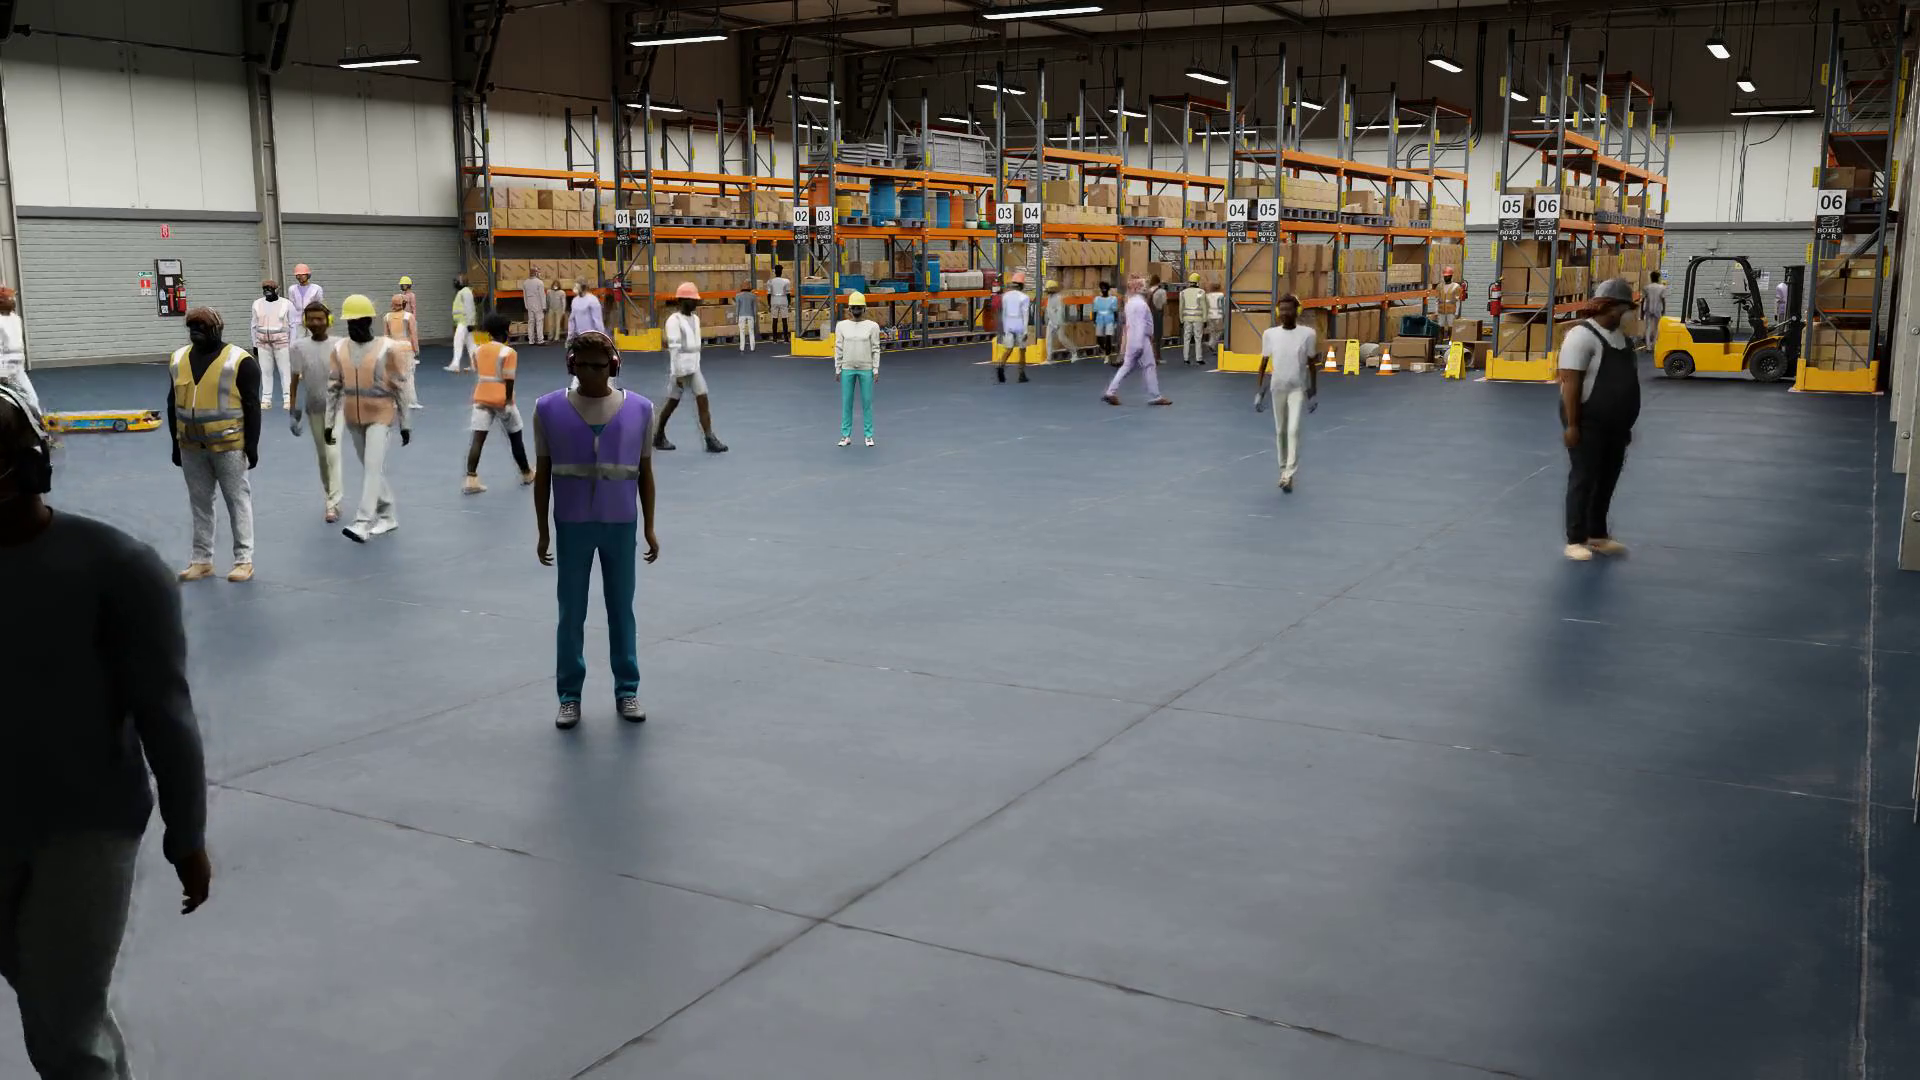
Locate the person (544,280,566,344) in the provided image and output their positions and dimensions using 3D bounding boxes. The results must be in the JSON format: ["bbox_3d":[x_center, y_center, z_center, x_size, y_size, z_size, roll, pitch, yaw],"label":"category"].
[{"bbox_3d":[-9.996,-5.608,40.936,0.566,1.593,0.727,-1,10,-3],"label":"person"}]

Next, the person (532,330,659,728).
[{"bbox_3d":[-1.692,-0.056,7.759,0.563,1.837,0.389,-3,10,-17],"label":"person"}]

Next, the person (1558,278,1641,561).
[{"bbox_3d":[4.622,-0.879,11.987,0.729,2.000,0.535,-7,12,-36],"label":"person"}]

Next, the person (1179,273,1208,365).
[{"bbox_3d":[4.683,-4.417,33.301,0.586,1.835,0.403,5,11,28],"label":"person"}]

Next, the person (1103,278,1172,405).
[{"bbox_3d":[2.577,-2.886,24.266,0.993,1.863,0.652,-2,10,-13],"label":"person"}]

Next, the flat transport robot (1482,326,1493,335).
[{"bbox_3d":[14.614,-5.768,45.781,0.652,0.197,1.431,6,11,32],"label":"flat transport robot"}]

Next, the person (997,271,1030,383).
[{"bbox_3d":[0.923,-3.631,28.454,0.544,1.918,0.774,5,11,29],"label":"person"}]

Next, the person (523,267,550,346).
[{"bbox_3d":[-10.271,-5.655,40.342,0.651,1.907,0.409,5,11,28],"label":"person"}]

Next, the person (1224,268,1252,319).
[{"bbox_3d":[5.878,-4.837,35.191,0.606,2.035,0.403,5,11,27],"label":"person"}]

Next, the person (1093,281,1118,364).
[{"bbox_3d":[2.955,-4.405,33.685,0.536,1.680,0.468,3,10,18],"label":"person"}]

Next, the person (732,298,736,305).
[{"bbox_3d":[-5.852,-6.233,43.937,0.592,1.830,0.996,6,11,30],"label":"person"}]

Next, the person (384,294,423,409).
[{"bbox_3d":[-7.935,-2.674,23.663,0.514,1.642,0.310,2,10,13],"label":"person"}]

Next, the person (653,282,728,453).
[{"bbox_3d":[-3.070,-1.917,18.521,0.983,1.892,0.562,5,11,28],"label":"person"}]

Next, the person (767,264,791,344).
[{"bbox_3d":[-4.497,-5.864,41.386,0.602,1.967,0.367,0,10,0],"label":"person"}]

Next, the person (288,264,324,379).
[{"bbox_3d":[-11.537,-3.846,29.349,0.613,2.041,0.393,0,10,-1],"label":"person"}]

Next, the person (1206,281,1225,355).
[{"bbox_3d":[5.632,-4.886,36.636,0.545,1.622,0.364,8,12,39],"label":"person"}]

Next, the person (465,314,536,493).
[{"bbox_3d":[-4.314,-1.275,15.474,0.526,1.634,0.951,4,11,23],"label":"person"}]

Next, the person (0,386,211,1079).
[{"bbox_3d":[-1.938,0.648,3.404,0.652,1.911,0.838,1,10,6],"label":"person"}]

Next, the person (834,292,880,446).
[{"bbox_3d":[-1.179,-1.955,19.078,0.527,1.772,0.306,1,10,3],"label":"person"}]

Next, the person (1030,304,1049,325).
[{"bbox_3d":[1.892,-5.208,37.674,0.625,1.931,0.375,0,10,-2],"label":"person"}]

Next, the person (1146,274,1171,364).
[{"bbox_3d":[3.991,-4.472,33.673,0.455,1.826,0.478,-6,11,-31],"label":"person"}]

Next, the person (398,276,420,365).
[{"bbox_3d":[-11.063,-4.390,33.343,0.524,1.769,0.314,9,13,43],"label":"person"}]

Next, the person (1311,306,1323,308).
[{"bbox_3d":[8.862,-5.927,42.005,0.594,1.876,0.897,3,10,17],"label":"person"}]

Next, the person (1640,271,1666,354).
[{"bbox_3d":[15.481,-5.070,37.101,0.554,1.838,0.859,5,11,29],"label":"person"}]

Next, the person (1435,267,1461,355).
[{"bbox_3d":[10.622,-4.979,36.290,0.548,1.937,0.379,8,12,38],"label":"person"}]

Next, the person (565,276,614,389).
[{"bbox_3d":[-5.638,-3.019,25.000,1.068,1.876,0.621,-8,12,-38],"label":"person"}]

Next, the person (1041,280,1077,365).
[{"bbox_3d":[1.980,-4.390,33.507,0.764,1.707,0.510,-6,11,-32],"label":"person"}]

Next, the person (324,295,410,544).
[{"bbox_3d":[-4.584,-0.922,12.721,0.604,1.876,0.949,3,10,15],"label":"person"}]

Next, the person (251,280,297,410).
[{"bbox_3d":[-9.736,-2.763,23.597,0.619,1.845,0.430,-1,10,-4],"label":"person"}]

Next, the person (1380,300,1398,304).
[{"bbox_3d":[11.750,-6.529,45.513,0.569,1.882,0.976,6,11,32],"label":"person"}]

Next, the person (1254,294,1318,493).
[{"bbox_3d":[3.018,-1.361,15.447,0.560,1.818,0.959,4,10,22],"label":"person"}]

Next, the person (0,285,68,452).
[{"bbox_3d":[-10.251,-1.833,18.126,0.889,1.846,0.601,1,10,6],"label":"person"}]

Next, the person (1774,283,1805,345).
[{"bbox_3d":[18.395,-5.075,36.926,0.581,1.919,0.391,4,10,22],"label":"person"}]

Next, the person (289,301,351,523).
[{"bbox_3d":[-5.319,-1.092,13.916,0.536,1.823,0.934,-3,10,-14],"label":"person"}]

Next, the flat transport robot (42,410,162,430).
[{"bbox_3d":[-10.777,-1.487,20.722,1.431,0.197,0.652,-3,10,-18],"label":"flat transport robot"}]

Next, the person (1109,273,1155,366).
[{"bbox_3d":[3.479,-4.354,32.910,1.016,1.854,0.658,-5,11,-28],"label":"person"}]

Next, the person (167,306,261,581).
[{"bbox_3d":[-5.006,-0.637,11.151,0.620,1.845,0.430,1,10,6],"label":"person"}]

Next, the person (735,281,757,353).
[{"bbox_3d":[-4.795,-4.996,37.311,0.493,1.624,0.280,-4,10,-21],"label":"person"}]

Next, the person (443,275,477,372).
[{"bbox_3d":[-9.462,-4.072,31.330,0.804,1.812,0.663,-4,11,-23],"label":"person"}]
